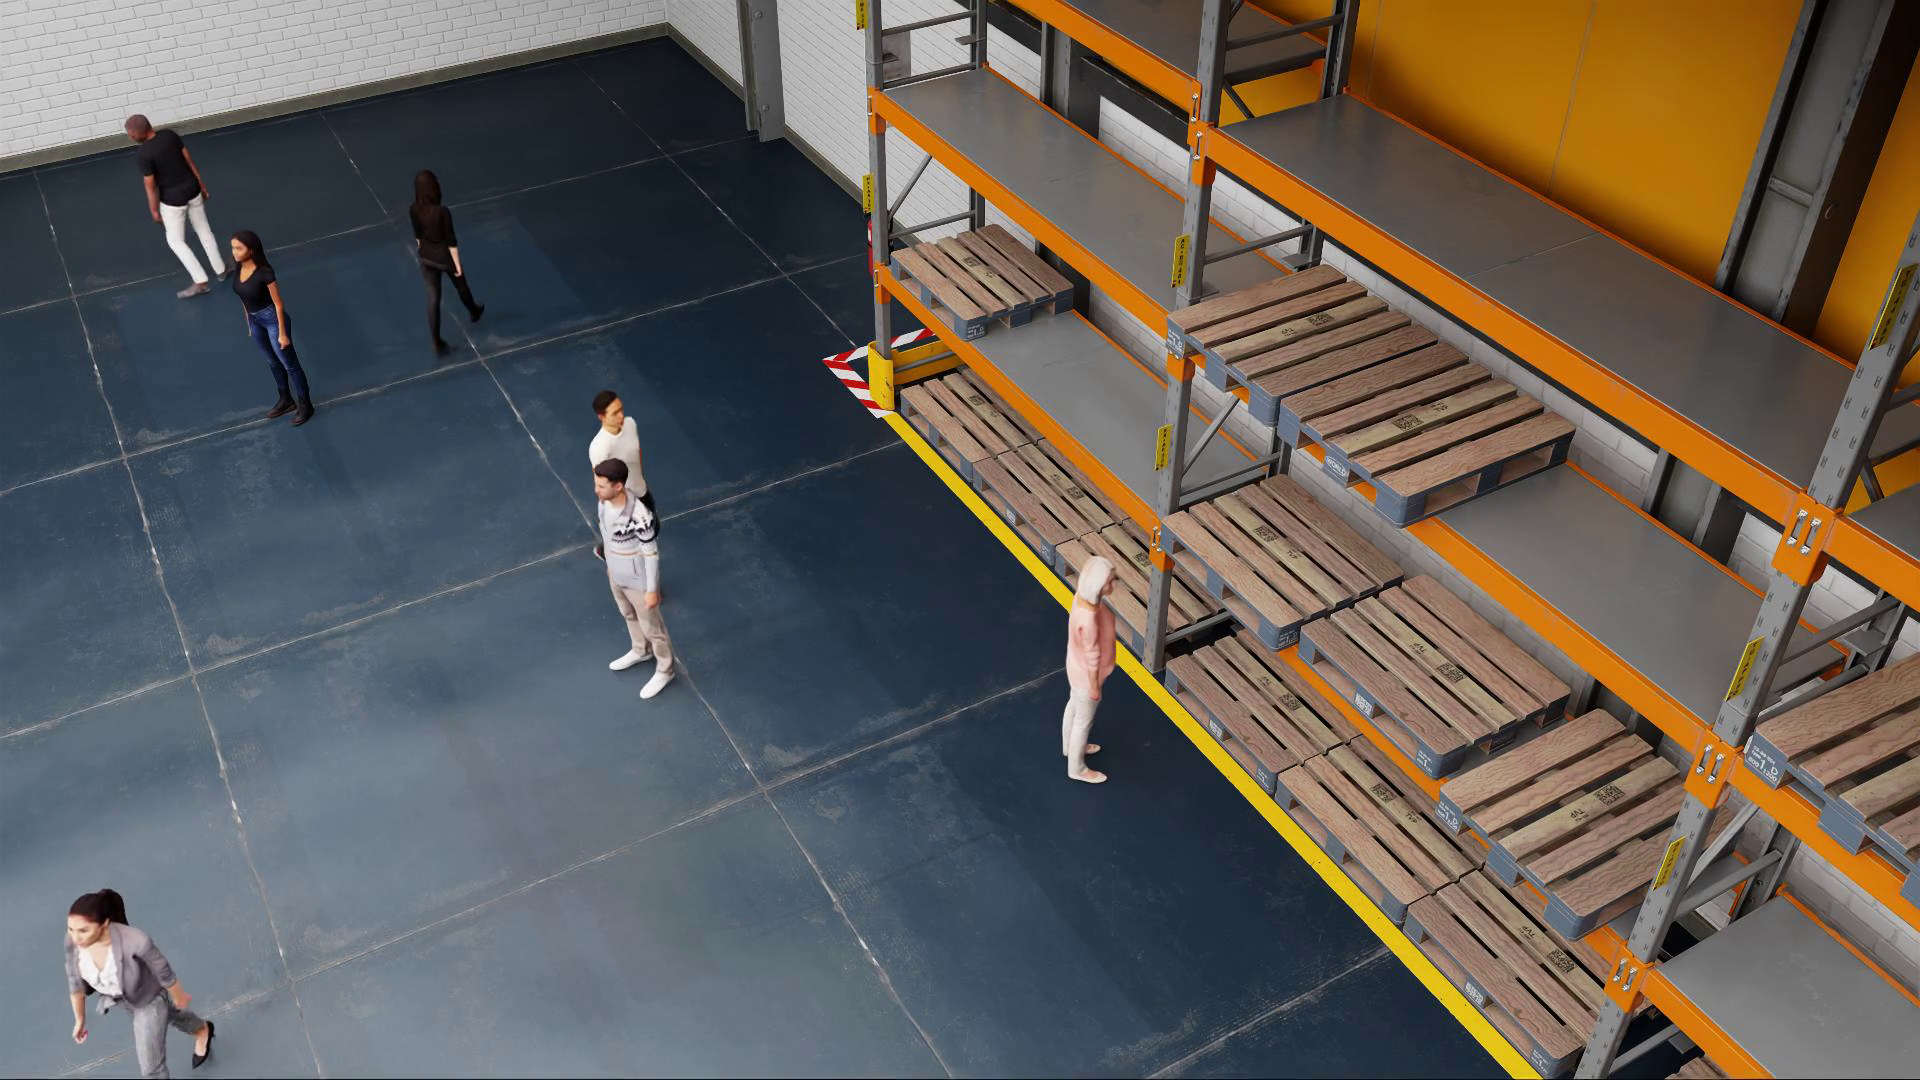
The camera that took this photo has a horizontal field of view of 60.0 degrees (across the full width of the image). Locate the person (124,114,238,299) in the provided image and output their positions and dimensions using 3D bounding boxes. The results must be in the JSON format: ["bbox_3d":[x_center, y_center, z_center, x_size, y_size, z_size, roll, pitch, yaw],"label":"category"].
[{"bbox_3d":[-7.145,-3.158,15.364,0.900,1.772,0.951,27,46,30],"label":"person"}]

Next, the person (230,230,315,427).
[{"bbox_3d":[-5.657,-1.757,13.638,0.618,1.737,0.706,18,42,21],"label":"person"}]

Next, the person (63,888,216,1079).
[{"bbox_3d":[-4.197,2.324,8.618,1.072,1.625,1.144,9,40,11],"label":"person"}]

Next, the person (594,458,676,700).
[{"bbox_3d":[-2.172,0.213,11.073,0.794,1.860,0.573,-30,47,-32],"label":"person"}]

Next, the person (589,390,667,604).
[{"bbox_3d":[-2.442,-0.317,11.797,0.979,1.785,0.906,13,40,15],"label":"person"}]

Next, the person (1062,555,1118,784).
[{"bbox_3d":[0.794,0.794,10.454,0.736,1.724,0.617,-1,39,-1],"label":"person"}]

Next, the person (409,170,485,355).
[{"bbox_3d":[-4.594,-2.395,14.546,0.977,1.600,1.119,5,39,6],"label":"person"}]
